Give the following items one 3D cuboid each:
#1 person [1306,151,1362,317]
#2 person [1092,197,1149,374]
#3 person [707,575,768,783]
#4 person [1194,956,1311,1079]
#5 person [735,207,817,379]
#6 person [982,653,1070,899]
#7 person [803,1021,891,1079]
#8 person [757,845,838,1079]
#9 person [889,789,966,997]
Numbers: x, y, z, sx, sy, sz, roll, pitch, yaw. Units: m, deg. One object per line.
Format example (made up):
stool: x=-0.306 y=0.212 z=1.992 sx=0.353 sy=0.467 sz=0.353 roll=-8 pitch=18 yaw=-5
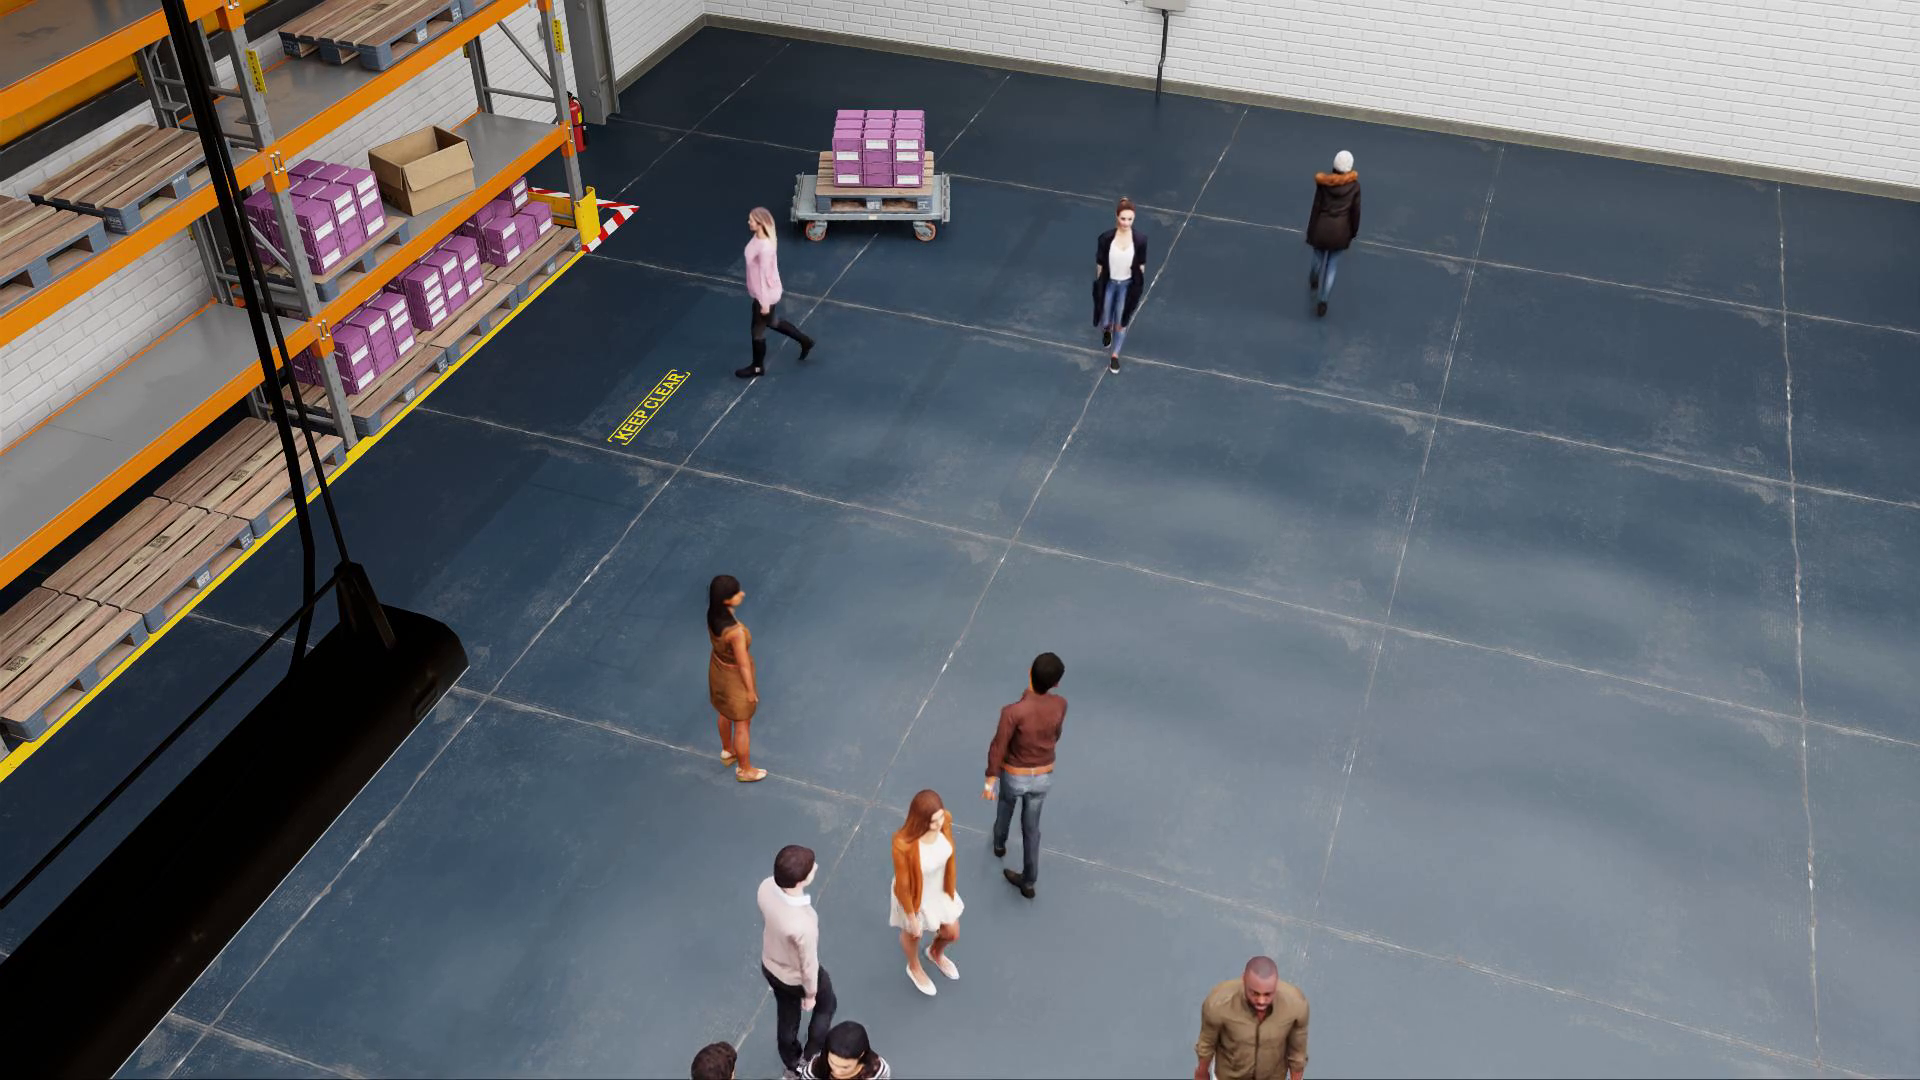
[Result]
person: x=3.525 y=-2.881 z=15.788 sx=0.747 sy=1.604 sz=1.000 roll=6 pitch=39 yaw=8
person: x=1.436 y=-2.343 z=15.058 sx=0.718 sy=1.674 sz=0.830 roll=5 pitch=39 yaw=6
person: x=-1.497 y=0.910 z=10.975 sx=0.680 sy=1.686 sz=0.644 roll=-23 pitch=44 yaw=-26
person: x=1.499 y=2.701 z=8.643 sx=0.994 sy=1.797 sz=1.193 roll=-2 pitch=39 yaw=-3
person: x=-1.672 y=-2.219 z=14.906 sx=0.969 sy=1.670 sz=1.035 roll=-6 pitch=39 yaw=-7
person: x=0.411 y=1.505 z=10.197 sx=0.964 sy=1.728 sz=1.033 roll=-18 pitch=42 yaw=-21
person: x=-0.542 y=2.961 z=8.322 sx=0.672 sy=1.793 sz=0.663 roll=-4 pitch=39 yaw=-5
person: x=-0.969 y=2.369 z=9.064 sx=0.764 sy=1.791 sz=0.733 roll=-30 pitch=47 yaw=-32
person: x=-0.274 y=1.980 z=9.618 sx=0.696 sy=1.708 sz=0.776 roll=-26 pitch=46 yaw=-29
